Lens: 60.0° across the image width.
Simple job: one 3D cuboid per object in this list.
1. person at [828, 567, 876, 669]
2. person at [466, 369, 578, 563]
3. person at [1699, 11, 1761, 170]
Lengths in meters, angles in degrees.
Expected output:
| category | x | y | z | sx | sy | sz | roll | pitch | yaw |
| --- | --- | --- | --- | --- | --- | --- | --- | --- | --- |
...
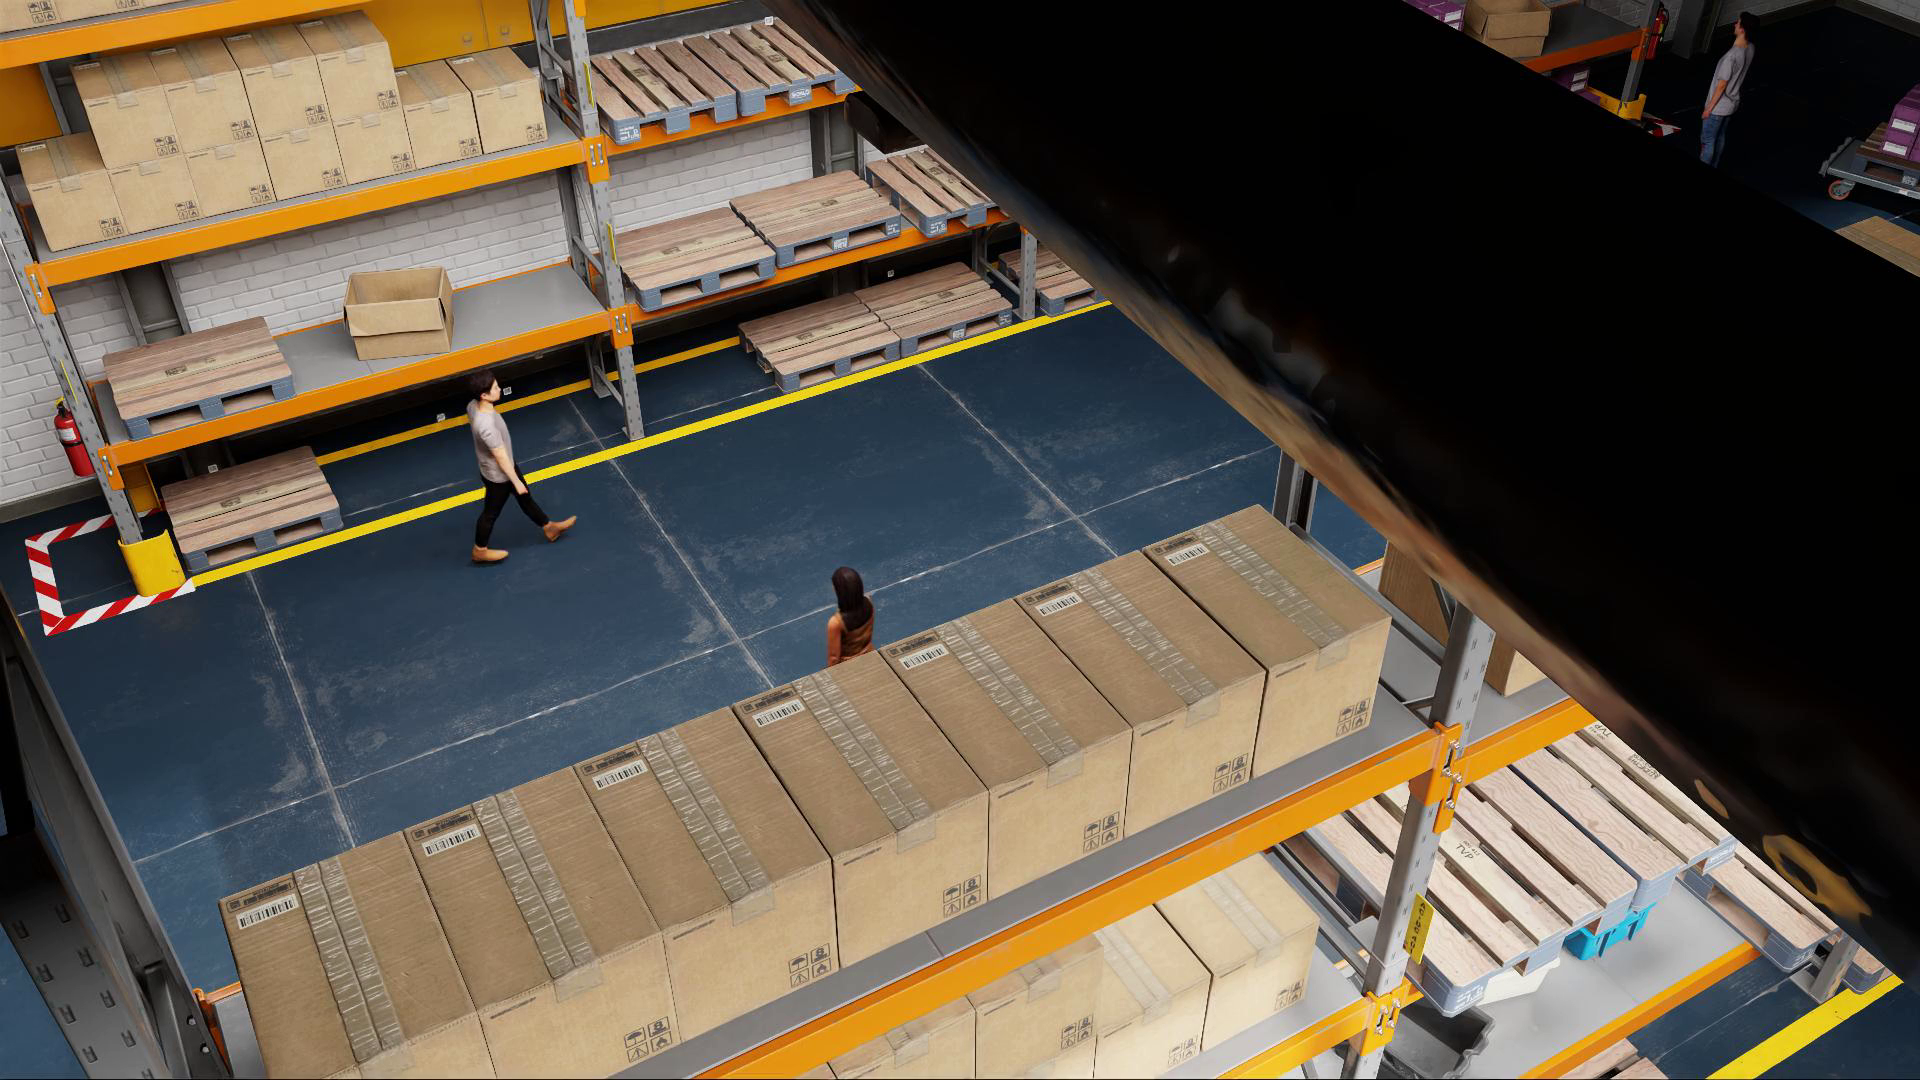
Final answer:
| category | x | y | z | sx | sy | sz | roll | pitch | yaw |
| --- | --- | --- | --- | --- | --- | --- | --- | --- | --- |
| person | -0.693 | 0.869 | 10.904 | 0.699 | 1.684 | 0.589 | 22 | 44 | 25 |
| person | -3.600 | -0.516 | 12.645 | 1.136 | 1.677 | 0.772 | -12 | 40 | -15 |
| person | 8.115 | -4.678 | 17.687 | 0.594 | 1.889 | 0.790 | -32 | 48 | -33 |
